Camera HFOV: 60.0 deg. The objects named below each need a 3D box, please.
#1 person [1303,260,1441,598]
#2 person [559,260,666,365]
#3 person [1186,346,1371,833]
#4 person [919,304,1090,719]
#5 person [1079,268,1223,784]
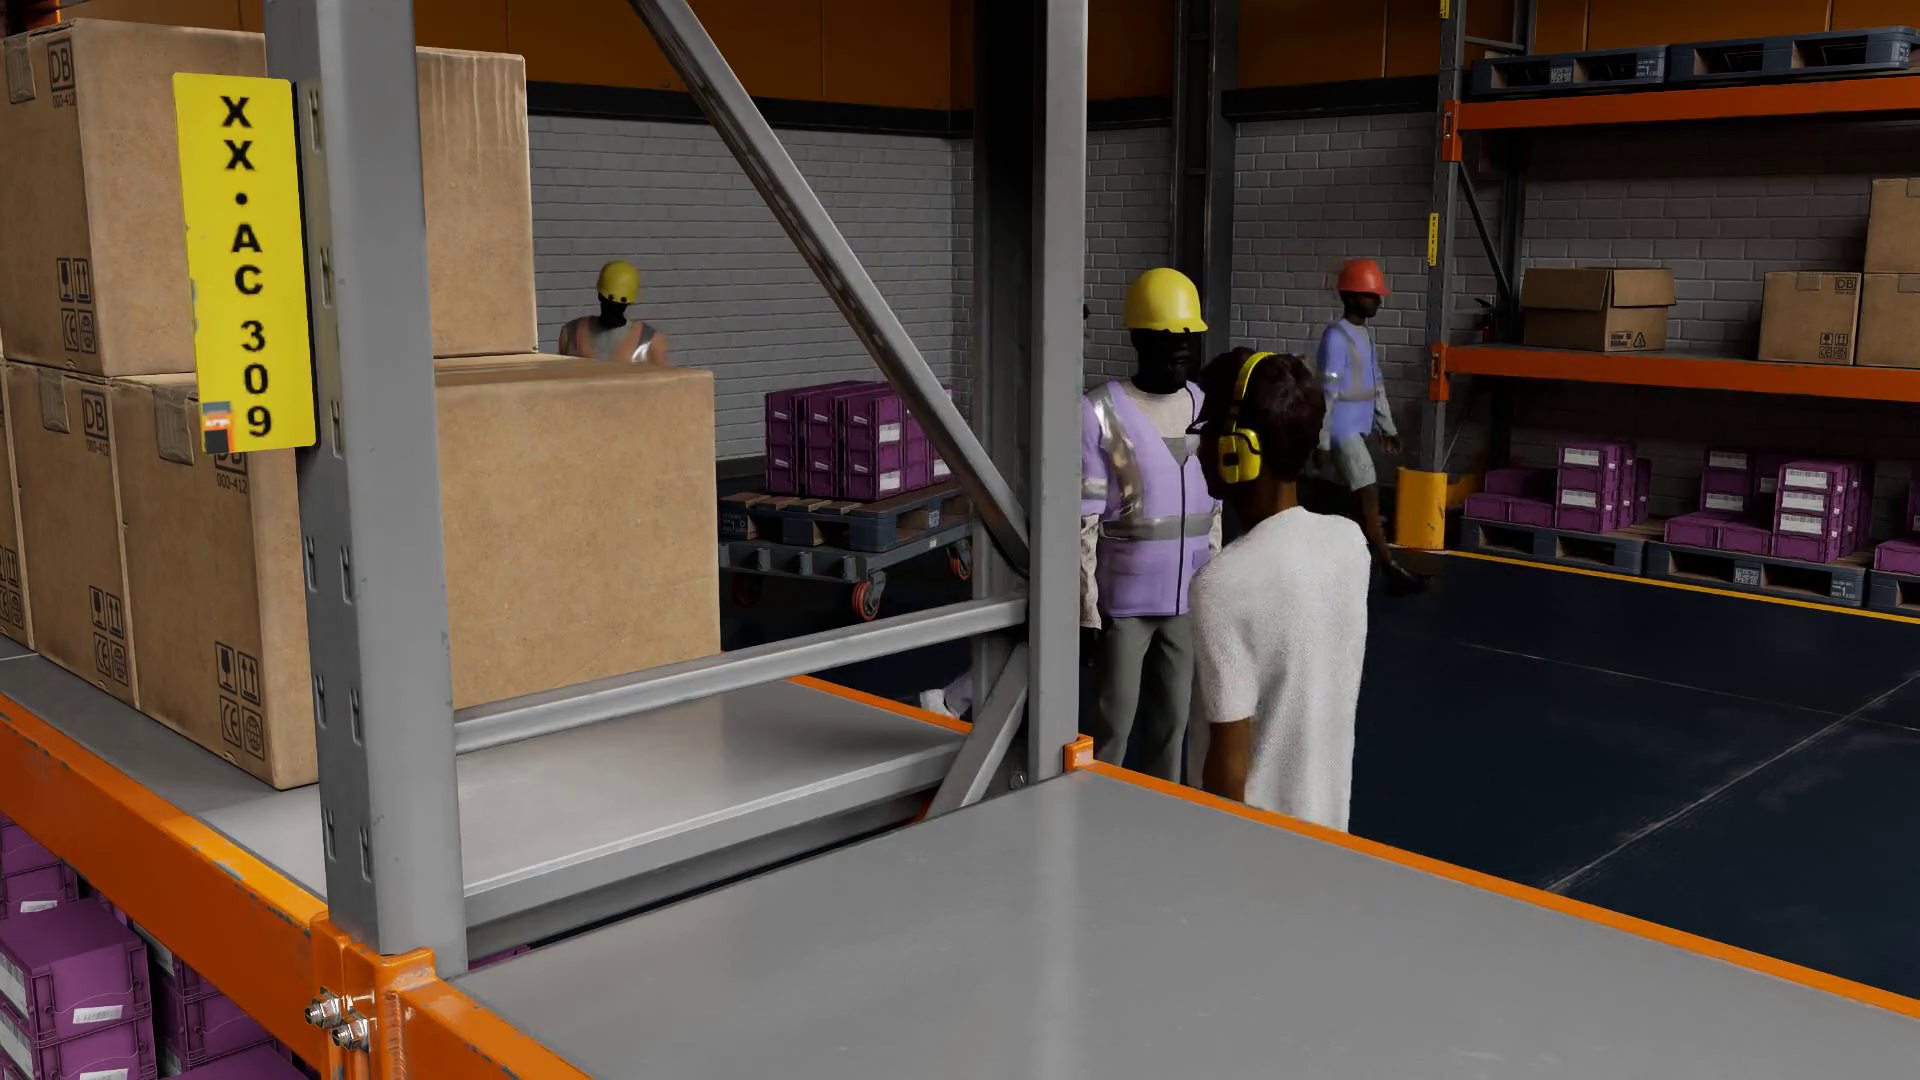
[{"bbox_3d":[2.248,-0.631,9.413,0.996,1.884,0.547,6,12,29],"label":"person"},{"bbox_3d":[-1.881,-0.544,8.908,0.650,1.888,0.466,1,10,7],"label":"person"},{"bbox_3d":[0.602,0.571,3.000,0.519,1.839,0.875,-9,14,-41],"label":"person"},{"bbox_3d":[0.216,0.032,5.975,0.734,1.831,0.529,3,11,17],"label":"person"},{"bbox_3d":[0.575,0.162,4.969,0.586,1.928,0.364,-7,12,-32],"label":"person"}]
